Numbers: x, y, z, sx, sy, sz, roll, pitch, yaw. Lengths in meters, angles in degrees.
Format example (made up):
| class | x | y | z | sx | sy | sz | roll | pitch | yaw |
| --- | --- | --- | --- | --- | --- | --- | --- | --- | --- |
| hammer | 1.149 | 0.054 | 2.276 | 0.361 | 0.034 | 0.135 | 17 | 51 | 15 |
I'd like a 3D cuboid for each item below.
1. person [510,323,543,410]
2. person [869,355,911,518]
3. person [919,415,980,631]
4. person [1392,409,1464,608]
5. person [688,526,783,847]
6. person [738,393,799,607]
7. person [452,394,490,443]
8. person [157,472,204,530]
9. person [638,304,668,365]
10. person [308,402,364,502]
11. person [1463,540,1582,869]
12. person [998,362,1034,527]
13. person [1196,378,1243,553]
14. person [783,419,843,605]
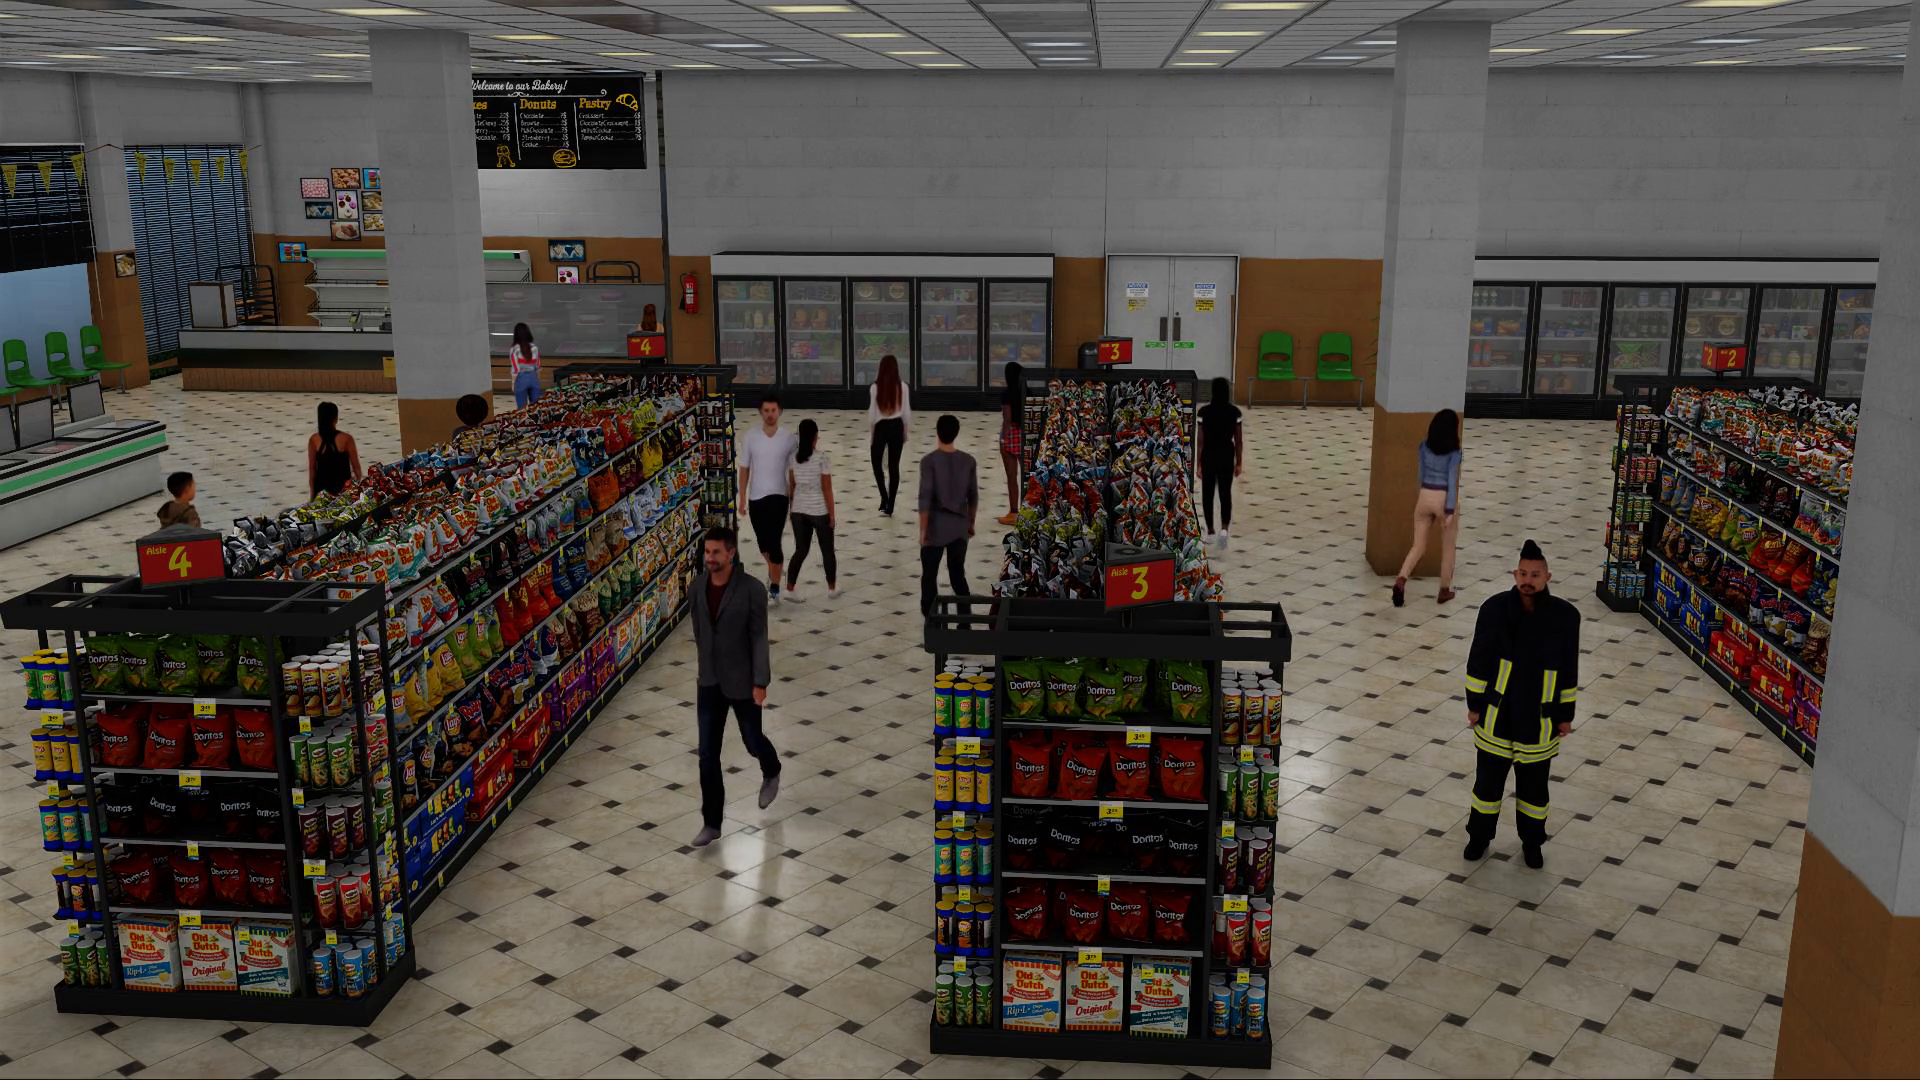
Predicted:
| class | x | y | z | sx | sy | sz | roll | pitch | yaw |
| --- | --- | --- | --- | --- | --- | --- | --- | --- | --- |
| person | -5.823 | -2.116 | 22.349 | 0.660 | 1.611 | 0.716 | -11 | 17 | -38 |
| person | -0.749 | -1.094 | 17.838 | 0.698 | 1.752 | 0.700 | -4 | 14 | -16 |
| person | -0.082 | -0.044 | 13.441 | 1.064 | 1.784 | 1.260 | -7 | 15 | -26 |
| person | 4.045 | -0.239 | 14.327 | 1.011 | 1.746 | 1.170 | 12 | 18 | 41 |
| person | -1.306 | 0.820 | 9.765 | 0.880 | 1.838 | 1.261 | 4 | 14 | 17 |
| person | -1.694 | -0.387 | 14.760 | 0.651 | 1.829 | 1.155 | 1 | 14 | 5 |
| person | -4.504 | -0.506 | 15.503 | 0.596 | 1.710 | 0.508 | 1 | 14 | 2 |
| person | -6.198 | 0.206 | 13.154 | 0.793 | 1.433 | 0.900 | 10 | 17 | 36 |
| person | -4.582 | -2.704 | 24.745 | 0.643 | 1.625 | 0.657 | -3 | 14 | -11 |
| person | -5.821 | -0.446 | 15.403 | 0.698 | 1.641 | 0.954 | -1 | 14 | -5 |
| person | 3.158 | 0.910 | 9.343 | 0.828 | 1.862 | 0.787 | 5 | 14 | 19 |
| person | 0.600 | -1.030 | 17.631 | 0.789 | 1.725 | 0.717 | 13 | 19 | 42 |
| person | 2.557 | -0.725 | 16.429 | 0.639 | 1.700 | 1.125 | 1 | 14 | 3 |
| person | -1.349 | -0.214 | 14.506 | 0.856 | 1.613 | 1.088 | 8 | 16 | 29 |
